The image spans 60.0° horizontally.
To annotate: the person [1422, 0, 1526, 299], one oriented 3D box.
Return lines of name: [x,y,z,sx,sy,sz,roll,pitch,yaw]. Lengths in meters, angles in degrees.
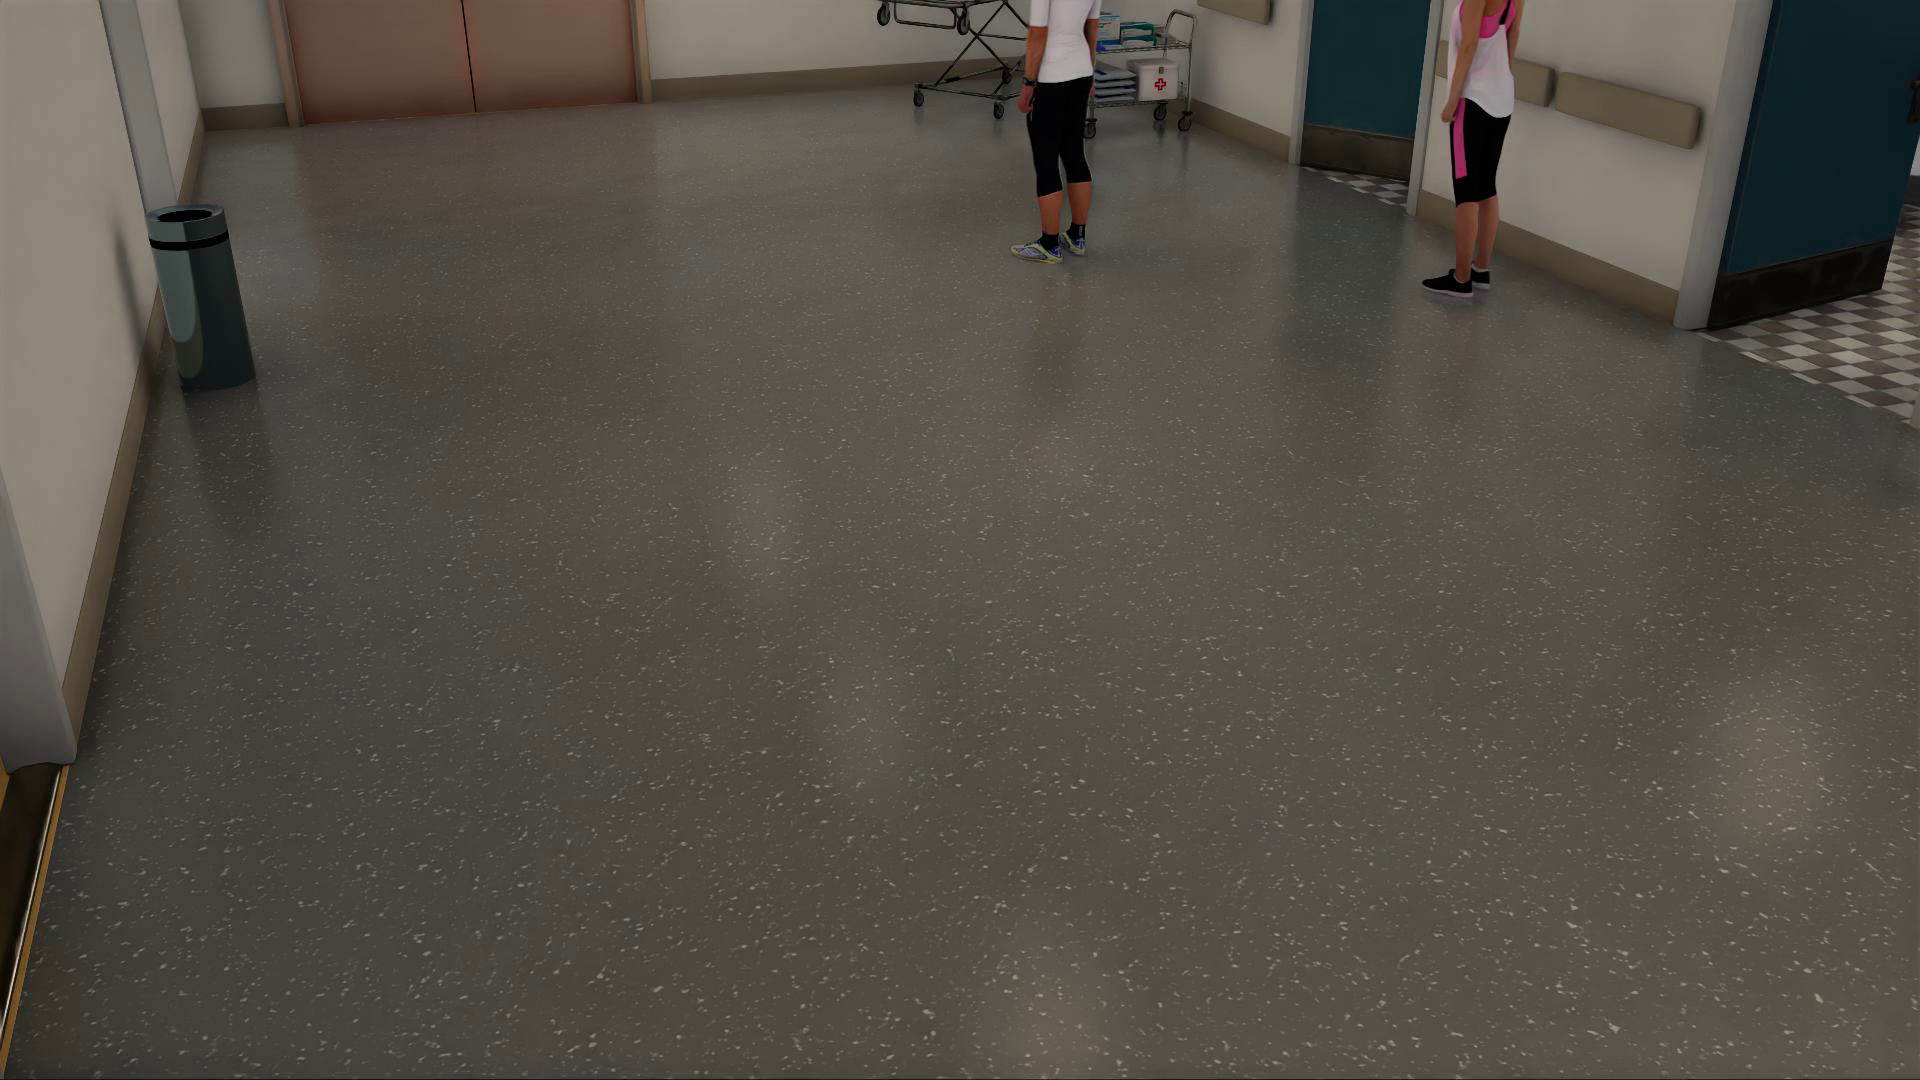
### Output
person: [2.455,-2.041,7.825,0.674,1.786,0.641,-20,32,-36]

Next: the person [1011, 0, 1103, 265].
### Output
person: [0.507,-2.332,8.353,0.752,1.853,0.716,-23,34,-39]
